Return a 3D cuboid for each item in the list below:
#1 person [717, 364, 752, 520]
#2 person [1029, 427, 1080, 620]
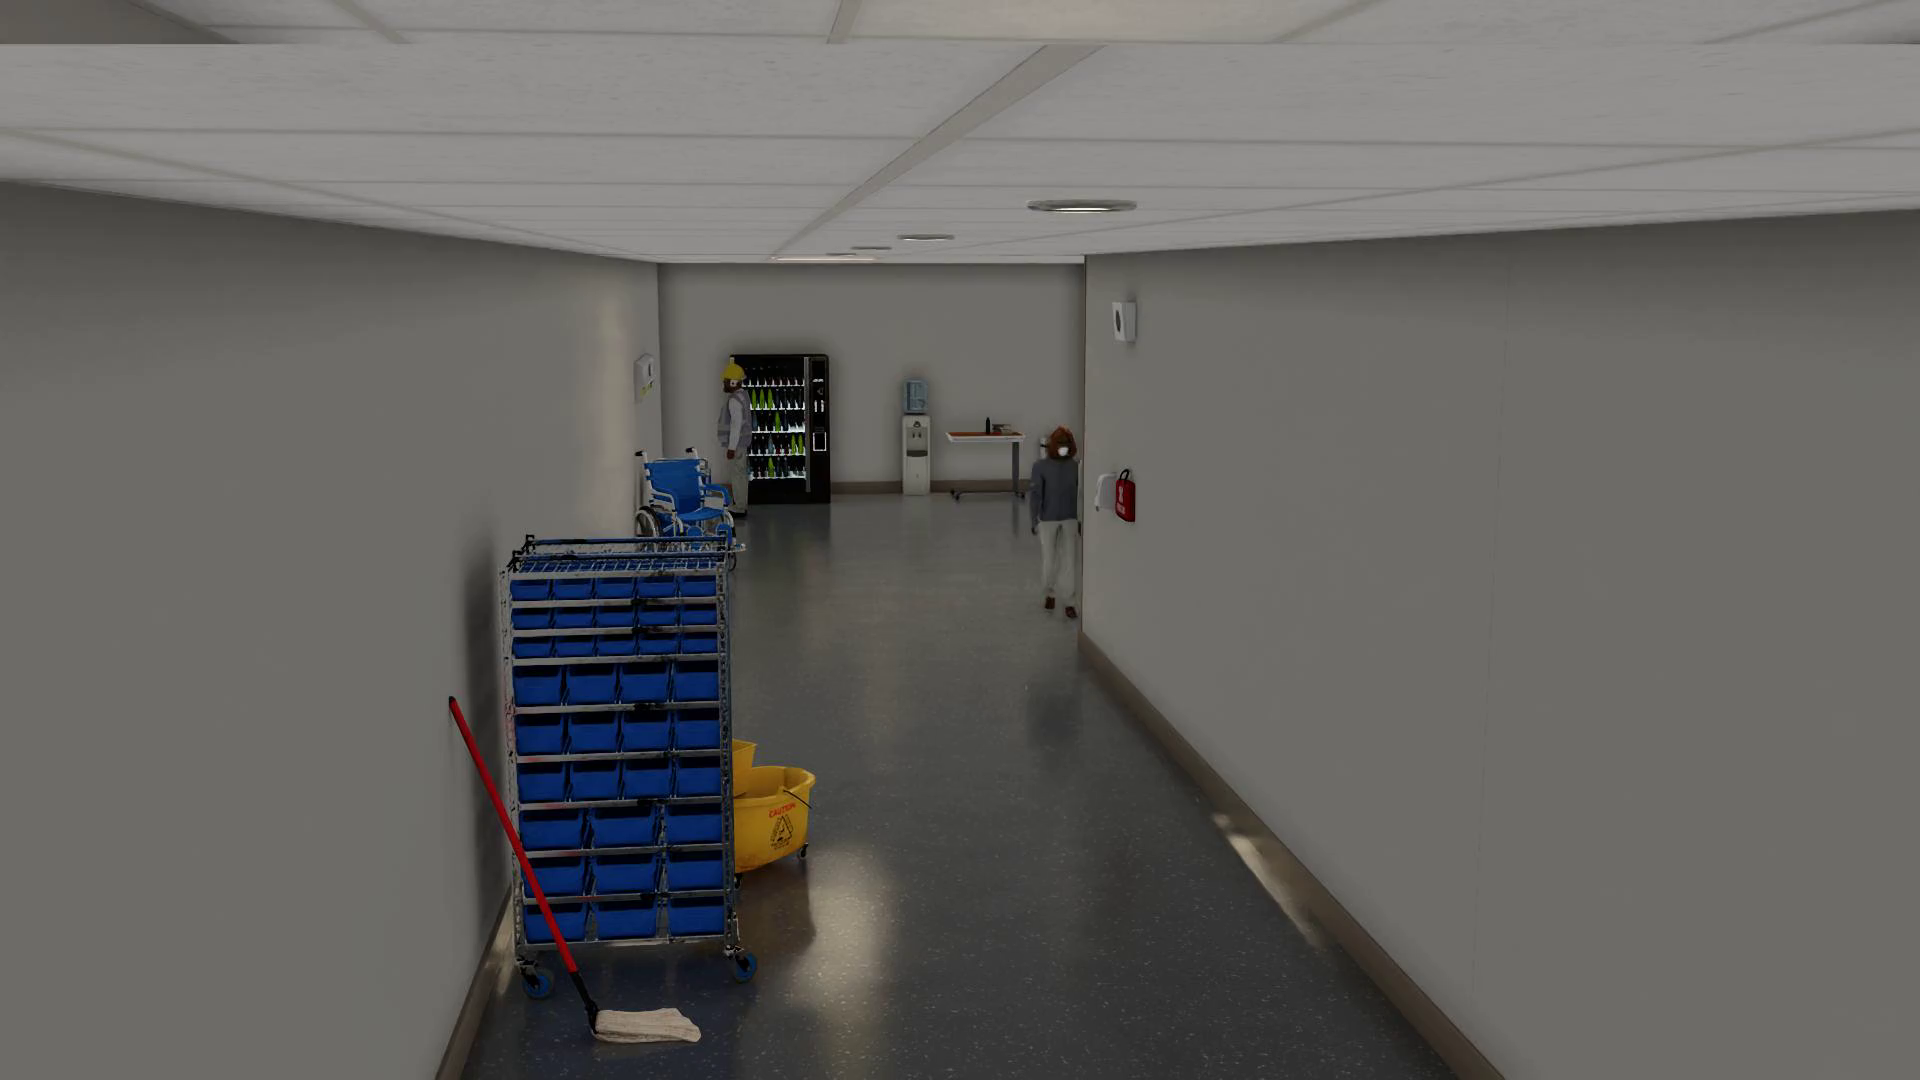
[{"bbox_3d":[-2.645,-1.148,19.523,0.404,1.837,0.590,0,9,0],"label":"person"},{"bbox_3d":[0.844,-0.157,14.074,0.515,1.597,0.730,0,9,-2],"label":"person"}]
